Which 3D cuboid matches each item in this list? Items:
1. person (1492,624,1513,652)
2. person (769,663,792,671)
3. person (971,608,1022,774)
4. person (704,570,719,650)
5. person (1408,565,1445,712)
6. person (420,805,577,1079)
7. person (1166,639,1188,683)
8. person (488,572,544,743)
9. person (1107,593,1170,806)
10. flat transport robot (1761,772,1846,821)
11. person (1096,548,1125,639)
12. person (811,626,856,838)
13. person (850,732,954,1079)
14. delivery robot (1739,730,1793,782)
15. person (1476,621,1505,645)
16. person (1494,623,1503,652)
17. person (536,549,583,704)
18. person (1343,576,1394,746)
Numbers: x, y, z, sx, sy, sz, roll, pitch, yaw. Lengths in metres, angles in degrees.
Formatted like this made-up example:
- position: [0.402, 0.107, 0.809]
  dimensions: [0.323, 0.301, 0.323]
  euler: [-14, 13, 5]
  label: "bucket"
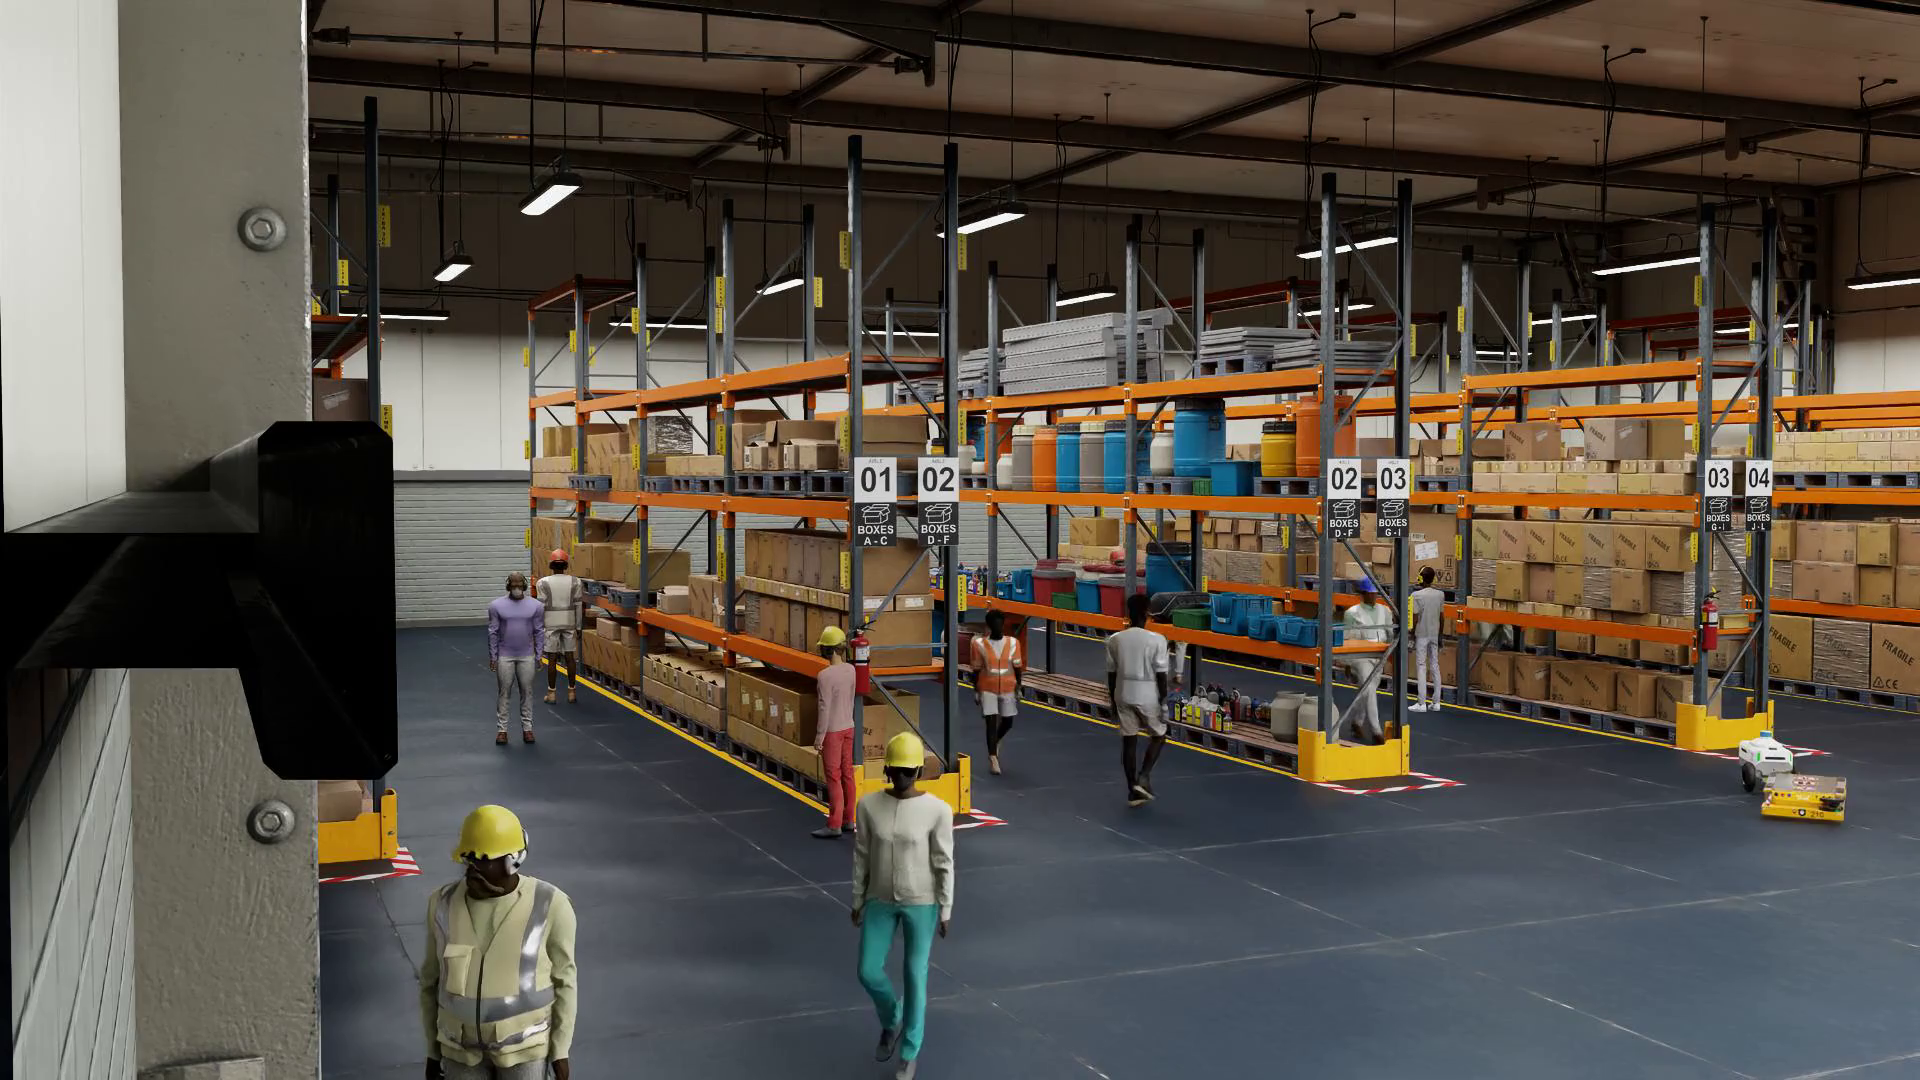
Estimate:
- position: [8.317, 1.170, 27.497]
  dimensions: [0.492, 1.680, 0.931]
  euler: [-2, 3, -41]
  label: "person"
- position: [-2.605, 1.161, 26.235]
  dimensions: [0.575, 1.816, 0.848]
  euler: [-1, 2, -16]
  label: "person"
- position: [0.364, 1.527, 18.416]
  dimensions: [0.542, 1.677, 0.644]
  euler: [0, 2, -12]
  label: "person"
- position: [-3.737, 1.240, 26.737]
  dimensions: [0.519, 1.606, 0.695]
  euler: [-1, 2, -24]
  label: "person"
- position: [5.959, 1.258, 22.908]
  dimensions: [0.510, 1.874, 0.328]
  euler: [-1, 2, -21]
  label: "person"
- position: [-1.748, 1.900, 6.759]
  dimensions: [0.591, 1.824, 0.404]
  euler: [0, 2, 4]
  label: "person"
- position: [3.115, 1.161, 25.901]
  dimensions: [0.651, 1.839, 0.456]
  euler: [-1, 2, -15]
  label: "person"
- position: [-5.029, 1.325, 20.309]
  dimensions: [0.628, 1.939, 0.373]
  euler: [-1, 2, -17]
  label: "person"
- position: [1.651, 1.463, 16.471]
  dimensions: [0.644, 1.953, 0.420]
  euler: [1, 3, 30]
  label: "person"
- position: [7.700, 2.320, 16.321]
  dimensions: [0.652, 0.197, 1.431]
  euler: [1, 2, 27]
  label: "flat transport robot"
- position: [2.233, 1.111, 25.312]
  dimensions: [0.612, 1.979, 0.426]
  euler: [-1, 2, -20]
  label: "person"
- position: [-1.060, 1.608, 15.103]
  dimensions: [0.305, 1.771, 0.525]
  euler: [1, 2, 26]
  label: "person"
- position: [-0.291, 1.840, 9.072]
  dimensions: [0.552, 1.752, 0.352]
  euler: [1, 2, 14]
  label: "person"
- position: [7.815, 2.093, 17.385]
  dimensions: [0.477, 0.478, 0.707]
  euler: [0, 2, 10]
  label: "delivery robot"
- position: [7.934, 1.145, 26.939]
  dimensions: [0.664, 1.785, 0.538]
  euler: [-1, 3, -32]
  label: "person"
- position: [8.532, 1.119, 28.758]
  dimensions: [0.535, 1.700, 0.318]
  euler: [0, 2, 6]
  label: "person"
- position: [-5.325, 1.140, 23.801]
  dimensions: [0.607, 2.044, 0.377]
  euler: [-1, 2, -24]
  label: "person"
- position: [4.637, 1.343, 20.322]
  dimensions: [0.600, 1.906, 0.992]
  euler: [-1, 2, -23]
  label: "person"
